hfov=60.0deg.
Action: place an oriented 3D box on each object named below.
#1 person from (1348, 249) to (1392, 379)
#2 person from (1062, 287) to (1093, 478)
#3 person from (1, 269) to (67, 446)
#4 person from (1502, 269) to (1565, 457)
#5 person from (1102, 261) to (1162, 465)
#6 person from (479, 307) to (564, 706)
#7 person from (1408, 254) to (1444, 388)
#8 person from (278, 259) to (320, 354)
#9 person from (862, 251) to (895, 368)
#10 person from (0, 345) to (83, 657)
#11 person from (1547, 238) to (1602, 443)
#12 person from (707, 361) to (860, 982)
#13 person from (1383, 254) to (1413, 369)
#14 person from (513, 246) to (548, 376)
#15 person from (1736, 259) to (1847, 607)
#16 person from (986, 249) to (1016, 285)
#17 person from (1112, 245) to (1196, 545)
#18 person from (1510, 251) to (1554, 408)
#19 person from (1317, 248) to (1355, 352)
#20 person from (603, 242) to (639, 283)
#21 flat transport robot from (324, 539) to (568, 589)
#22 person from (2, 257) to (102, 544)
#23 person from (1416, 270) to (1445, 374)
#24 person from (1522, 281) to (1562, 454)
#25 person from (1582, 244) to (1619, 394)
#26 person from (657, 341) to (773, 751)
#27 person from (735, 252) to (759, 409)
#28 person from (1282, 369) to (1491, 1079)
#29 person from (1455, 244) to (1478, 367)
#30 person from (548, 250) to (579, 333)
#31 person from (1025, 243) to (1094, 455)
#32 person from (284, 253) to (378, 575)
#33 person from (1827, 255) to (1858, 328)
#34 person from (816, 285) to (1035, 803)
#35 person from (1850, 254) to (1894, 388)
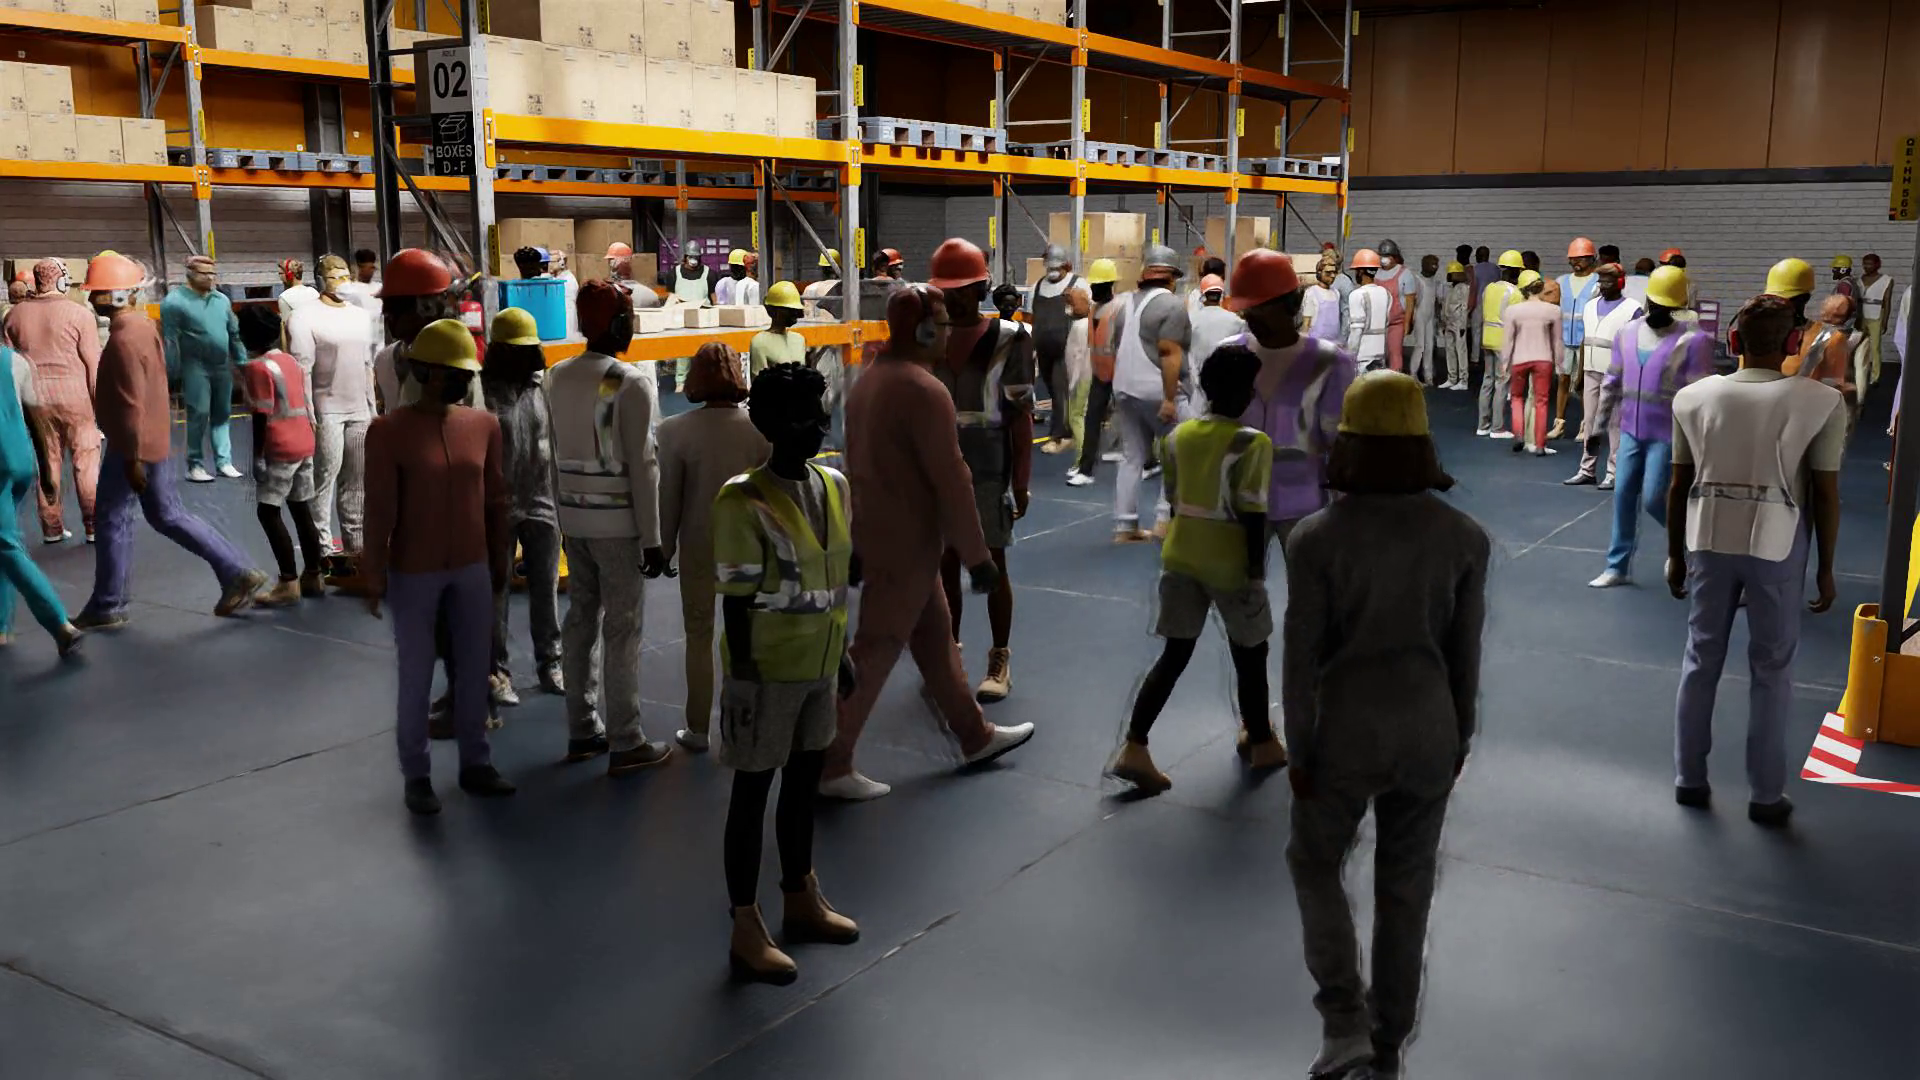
[{"bbox_3d":[3.728,-1.708,15.383,0.552,1.935,0.374,-9,14,-41],"label":"person"},{"bbox_3d":[1.015,-1.348,14.270,0.297,1.625,0.568,1,10,7],"label":"person"},{"bbox_3d":[-9.094,-1.787,16.382,0.570,1.737,0.353,-5,11,-26],"label":"person"},{"bbox_3d":[5.407,-1.663,15.658,0.594,1.740,0.496,3,11,17],"label":"person"},{"bbox_3d":[1.644,-1.603,14.986,0.633,1.878,0.504,4,11,21],"label":"person"},{"bbox_3d":[-1.917,-0.144,7.274,0.484,1.737,0.322,-8,13,-37],"label":"person"},{"bbox_3d":[6.369,-2.999,22.842,0.425,1.829,0.505,9,14,42],"label":"person"},{"bbox_3d":[-6.506,-1.852,16.471,0.394,1.835,0.560,3,11,14],"label":"person"},{"bbox_3d":[-0.826,-2.105,17.673,0.592,1.909,0.407,-6,12,-29],"label":"person"},{"bbox_3d":[-4.612,-0.315,8.052,0.857,1.812,0.504,3,11,15],"label":"person"},{"bbox_3d":[6.183,-1.994,16.674,0.608,2.044,0.377,9,14,41],"label":"person"},{"bbox_3d":[-0.478,0.349,4.647,0.322,1.697,0.535,7,12,34],"label":"person"},{"bbox_3d":[6.059,-3.081,23.297,0.650,1.825,0.477,5,12,28],"label":"person"},{"bbox_3d":[-3.905,-1.666,15.068,0.367,1.964,0.609,1,10,8],"label":"person"},{"bbox_3d":[4.404,-0.538,8.946,0.373,1.921,0.585,-7,13,-35],"label":"person"},{"bbox_3d":[0.712,-4.359,30.069,0.634,1.939,0.367,3,11,16],"label":"person"},{"bbox_3d":[1.285,-0.985,11.089,0.651,2.000,0.712,-7,13,-35],"label":"person"},{"bbox_3d":[6.840,-2.535,20.087,0.530,1.893,0.629,-9,14,-42],"label":"person"},{"bbox_3d":[3.950,-2.135,17.742,0.372,1.940,0.630,-4,11,-20],"label":"person"},{"bbox_3d":[-3.659,-2.223,18.073,0.375,1.995,0.611,-7,13,-35],"label":"person"},{"bbox_3d":[-2.930,0.126,9.836,1.431,0.197,0.652,1,10,3],"label":"flat transport robot"},{"bbox_3d":[-5.969,-0.918,11.094,0.639,1.908,0.409,1,10,3],"label":"person"},{"bbox_3d":[7.074,-3.358,25.192,0.319,1.697,0.533,-7,13,-36],"label":"person"},{"bbox_3d":[5.567,-1.647,15.886,0.267,1.632,0.507,1,10,3],"label":"person"},{"bbox_3d":[8.347,-2.826,21.495,0.361,1.963,0.613,0,10,1],"label":"person"},{"bbox_3d":[-0.951,0.028,6.627,0.502,1.627,0.282,-3,11,-17],"label":"person"},{"bbox_3d":[-2.313,-2.241,18.484,0.342,1.882,0.579,-6,12,-28],"label":"person"},{"bbox_3d":[0.988,0.468,3.913,0.484,1.730,0.389,0,10,-1],"label":"person"},{"bbox_3d":[8.078,-3.747,26.633,0.379,1.958,0.609,8,13,37],"label":"person"},{"bbox_3d":[-4.915,-2.611,20.509,0.401,1.901,0.647,-6,12,-29],"label":"person"},{"bbox_3d":[0.879,-1.830,15.768,0.716,2.000,0.847,7,13,36],"label":"person"},{"bbox_3d":[-3.795,-0.768,10.166,0.371,1.940,0.627,5,11,24],"label":"person"},{"bbox_3d":[12.016,-2.975,22.721,0.403,1.824,0.593,6,12,30],"label":"person"},{"bbox_3d":[-0.145,0.016,6.058,0.979,1.854,0.653,-4,11,-20],"label":"person"},{"bbox_3d":[12.539,-3.018,22.933,0.393,1.834,0.564,-7,12,-34],"label":"person"}]
